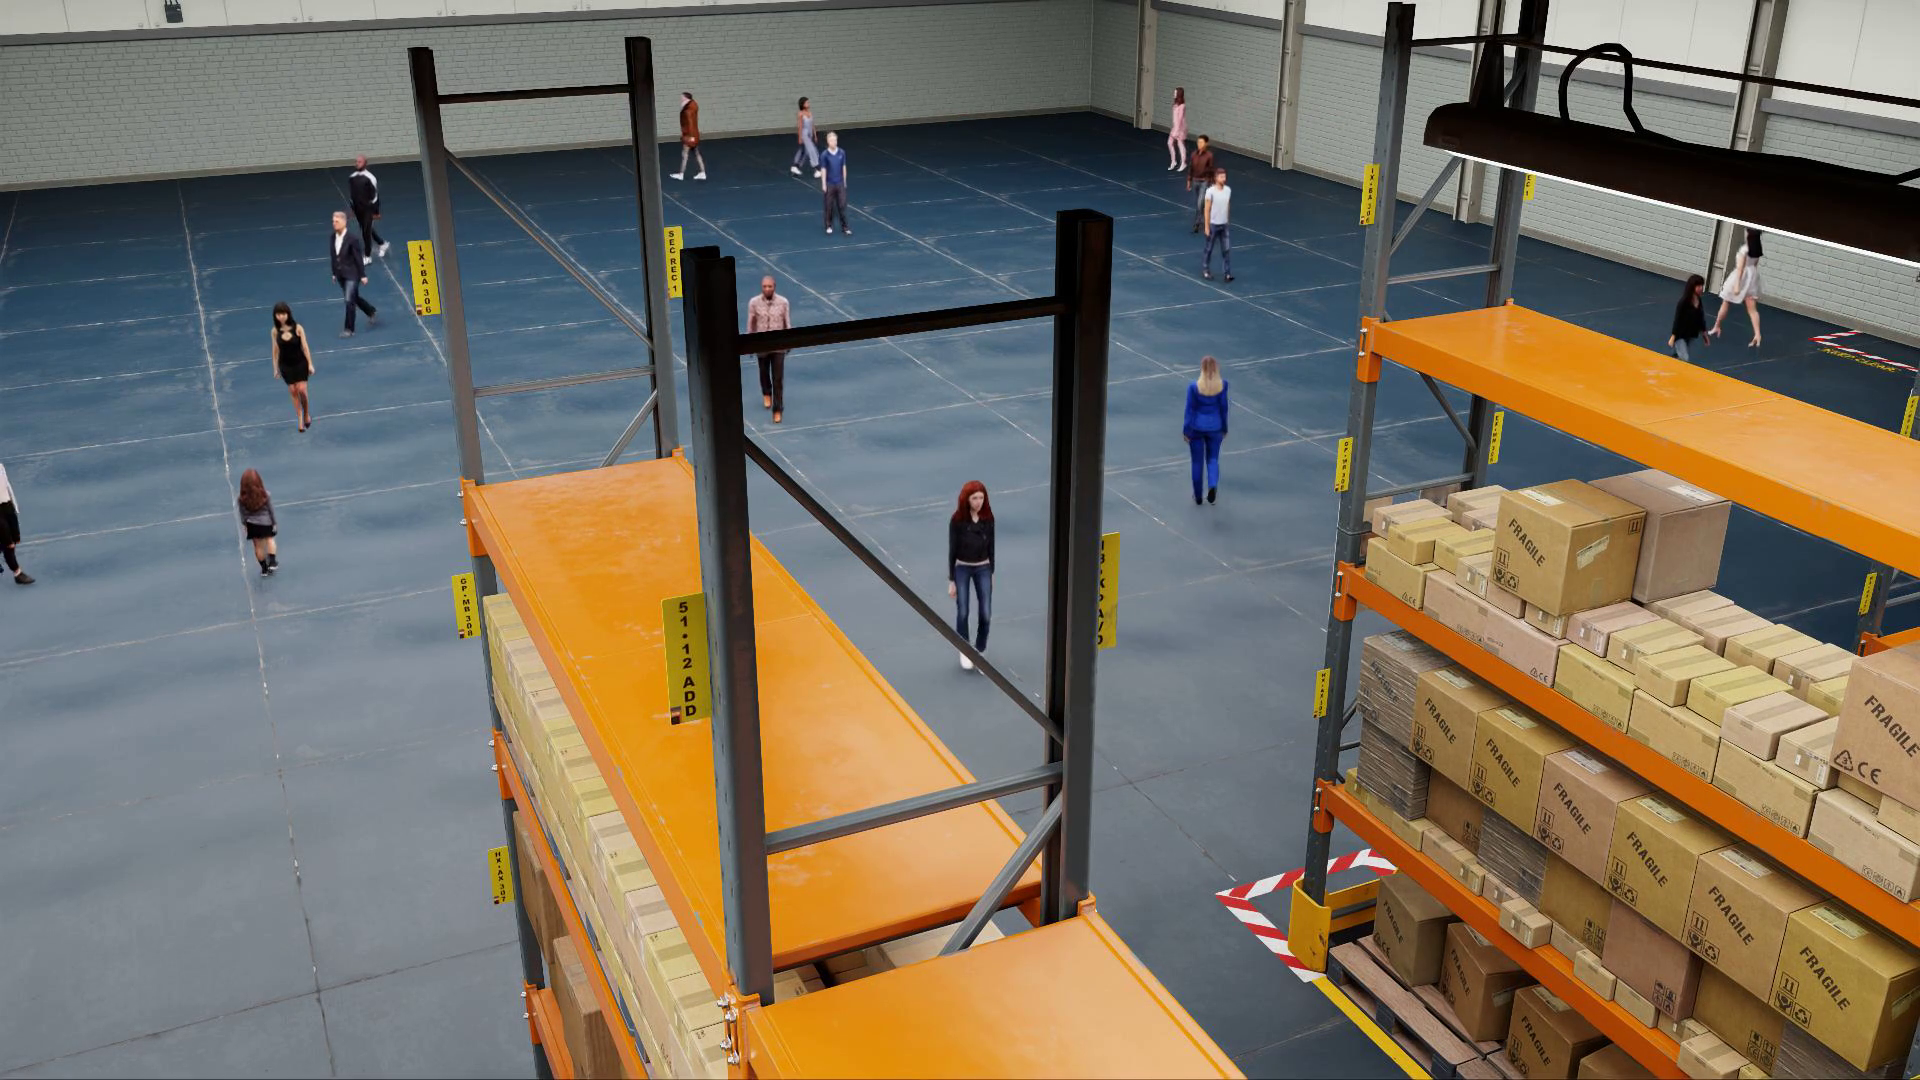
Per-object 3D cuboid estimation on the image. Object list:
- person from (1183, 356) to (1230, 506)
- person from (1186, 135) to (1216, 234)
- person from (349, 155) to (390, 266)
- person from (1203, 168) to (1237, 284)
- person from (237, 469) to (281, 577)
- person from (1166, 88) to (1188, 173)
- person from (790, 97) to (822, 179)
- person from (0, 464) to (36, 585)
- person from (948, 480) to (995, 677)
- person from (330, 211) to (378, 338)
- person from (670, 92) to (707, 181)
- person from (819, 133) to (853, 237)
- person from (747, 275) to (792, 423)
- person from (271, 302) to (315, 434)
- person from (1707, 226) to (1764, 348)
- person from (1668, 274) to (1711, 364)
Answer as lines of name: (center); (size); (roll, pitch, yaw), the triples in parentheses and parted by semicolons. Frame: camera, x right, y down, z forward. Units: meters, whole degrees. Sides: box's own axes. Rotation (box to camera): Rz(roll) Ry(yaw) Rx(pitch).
person: (2.669, -1.135, 17.918); (0.765, 1.688, 0.842); (-2, 23, -5)
person: (4.469, -6.552, 30.583); (1.179, 1.746, 1.095); (16, 28, 32)
person: (-10.117, -5.671, 28.429); (1.141, 1.810, 1.142); (11, 25, 24)
person: (4.143, -5.123, 27.123); (0.774, 1.824, 1.195); (-7, 24, -16)
person: (-6.919, -0.159, 16.382); (0.489, 1.095, 0.509); (-8, 24, -17)
person: (4.834, -8.867, 35.978); (0.740, 1.785, 0.663); (-6, 24, -13)
person: (-3.351, -8.553, 35.408); (1.198, 1.653, 1.034); (12, 26, 27)
person: (-9.382, -0.268, 16.156); (0.891, 1.472, 0.848); (7, 24, 15)
person: (0.073, 0.291, 14.463); (0.692, 1.769, 0.773); (-3, 23, -7)
person: (-8.890, -3.917, 24.327); (1.160, 1.793, 1.186); (10, 25, 22)
person: (-5.576, -8.486, 35.057); (1.054, 1.803, 1.062); (1, 23, 3)
person: (-2.337, -6.472, 30.285); (0.698, 1.832, 1.057); (-9, 25, -21)
person: (-2.394, -2.450, 20.910); (1.012, 1.767, 1.294); (-2, 23, -4)
person: (-8.119, -2.124, 20.312); (0.662, 1.635, 0.642); (-4, 23, -9)
person: (11.180, -3.550, 23.557); (0.637, 1.719, 1.205); (-9, 25, -21)
person: (9.340, -2.658, 21.600); (0.679, 1.609, 1.047); (-15, 27, -31)
